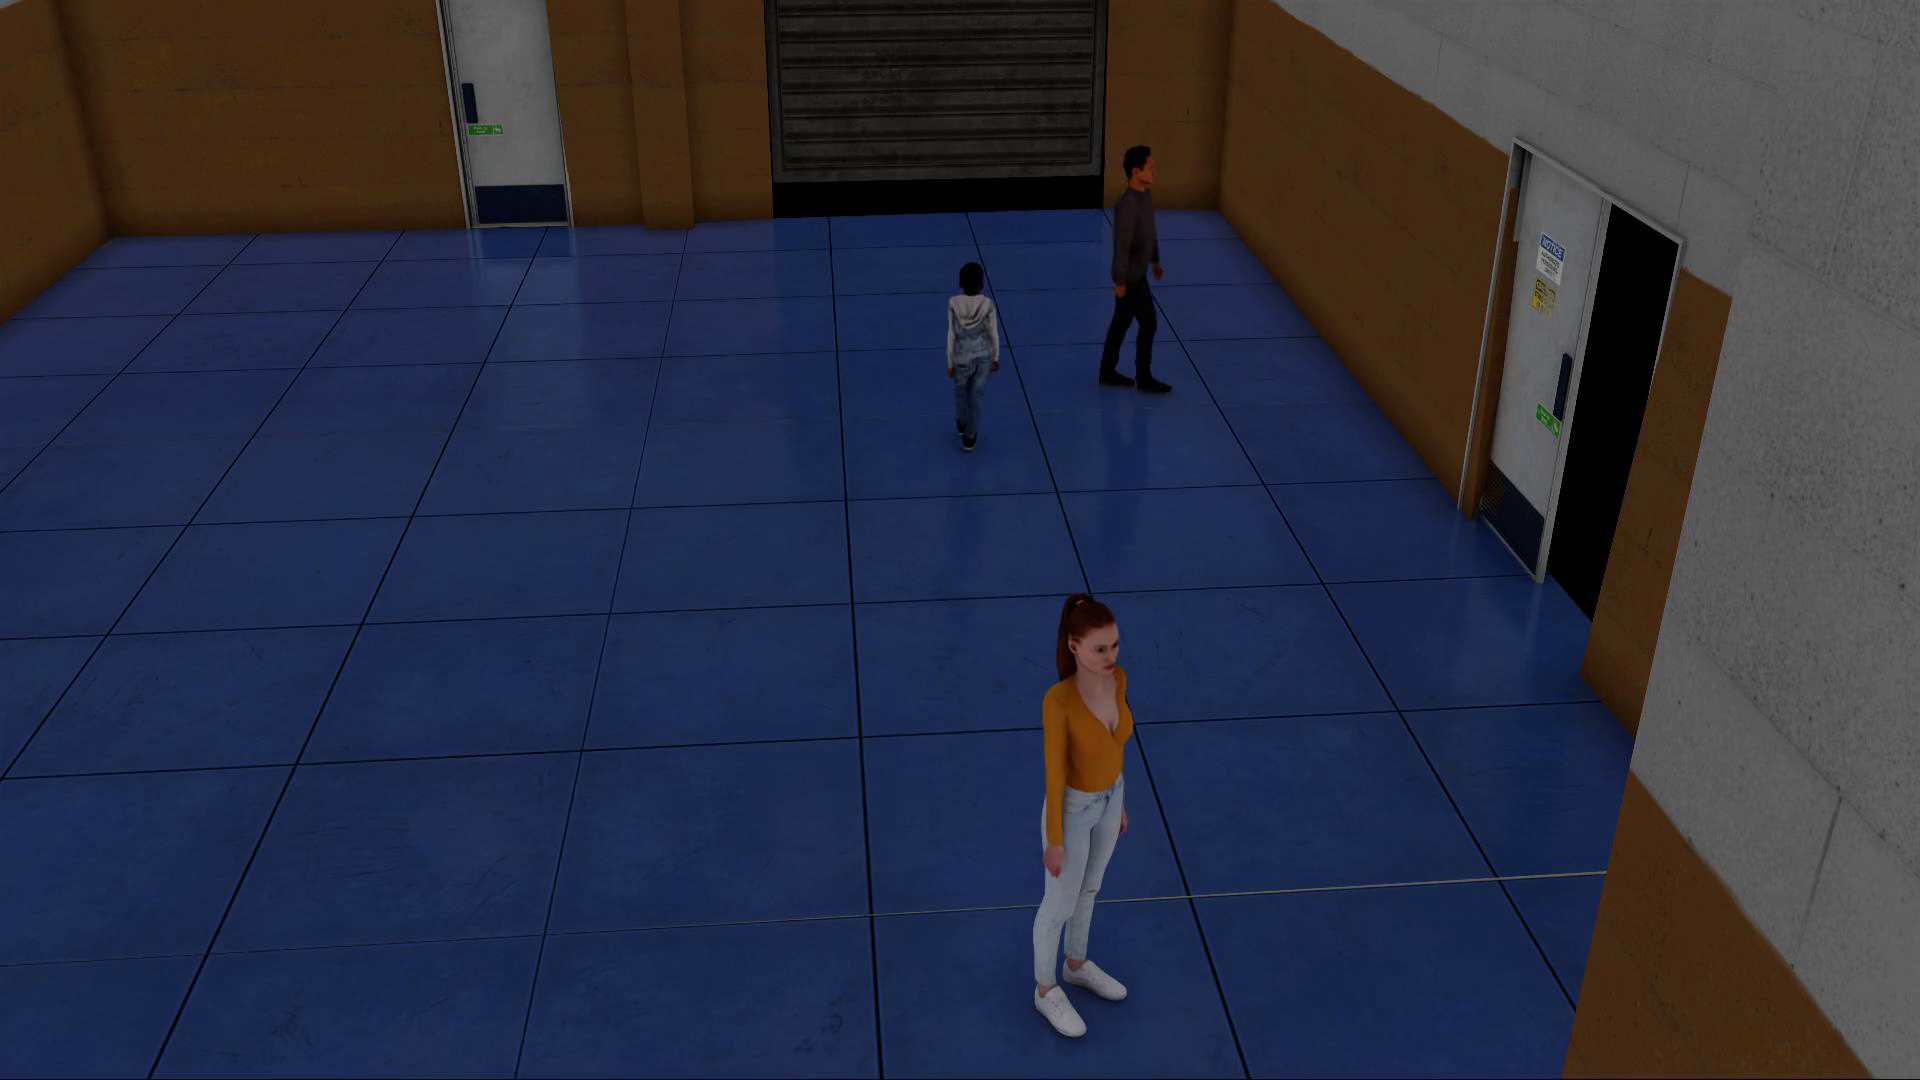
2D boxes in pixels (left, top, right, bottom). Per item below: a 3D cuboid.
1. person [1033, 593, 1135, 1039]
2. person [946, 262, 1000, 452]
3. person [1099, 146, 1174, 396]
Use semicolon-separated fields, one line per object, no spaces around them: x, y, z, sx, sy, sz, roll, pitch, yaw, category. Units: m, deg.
0.441;0.990;6.038;0.736;1.749;0.668;23;35;37;person
0.062;-1.176;10.870;0.631;1.242;0.613;3;27;6;person
1.134;-1.892;11.718;0.917;1.751;0.826;4;27;8;person
